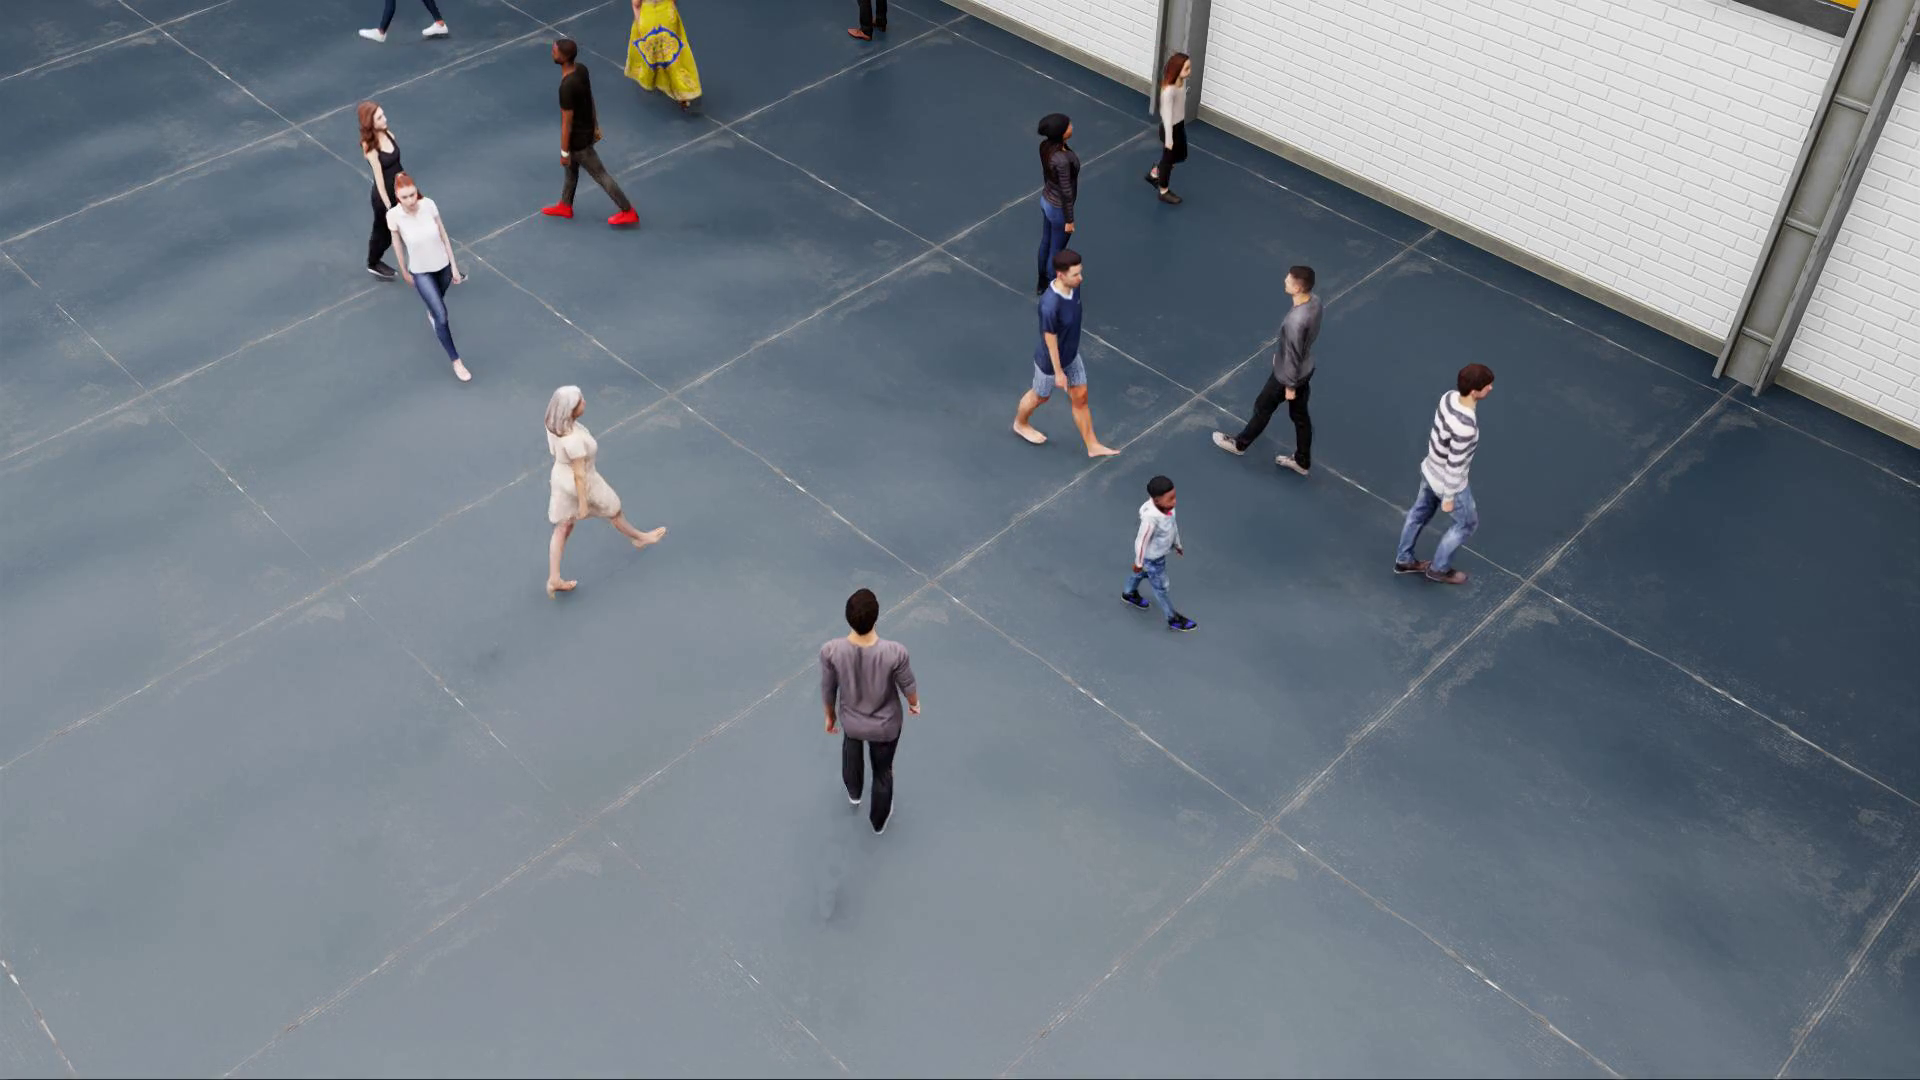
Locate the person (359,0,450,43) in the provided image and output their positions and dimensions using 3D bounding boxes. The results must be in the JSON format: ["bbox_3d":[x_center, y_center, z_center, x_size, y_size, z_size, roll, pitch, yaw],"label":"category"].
[{"bbox_3d":[-5.714,-5.966,17.154,1.095,1.730,1.161,-9,44,-9],"label":"person"}]

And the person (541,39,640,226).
[{"bbox_3d":[-3.229,-3.504,14.547,1.244,1.761,1.125,5,44,5],"label":"person"}]

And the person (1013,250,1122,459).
[{"bbox_3d":[0.645,-1.377,12.293,1.188,1.792,0.783,25,49,24],"label":"person"}]

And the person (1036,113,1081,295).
[{"bbox_3d":[0.793,-2.737,13.755,0.772,1.743,0.667,-12,45,-12],"label":"person"}]

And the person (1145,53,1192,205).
[{"bbox_3d":[1.849,-3.720,14.981,0.705,1.475,0.654,19,47,19],"label":"person"}]

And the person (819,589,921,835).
[{"bbox_3d":[-0.538,1.081,9.681,0.809,1.836,0.896,8,44,8],"label":"person"}]

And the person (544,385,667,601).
[{"bbox_3d":[-2.657,-0.275,11.219,0.775,1.677,1.137,-31,51,-28],"label":"person"}]

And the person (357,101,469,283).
[{"bbox_3d":[-4.837,-2.860,13.917,1.238,1.698,1.011,9,44,10],"label":"person"}]

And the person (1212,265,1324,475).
[{"bbox_3d":[2.507,-1.191,12.142,1.054,1.729,0.766,24,49,23],"label":"person"}]

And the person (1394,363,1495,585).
[{"bbox_3d":[3.197,-0.428,11.262,0.907,1.839,0.845,-1,44,-2],"label":"person"}]

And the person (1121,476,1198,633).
[{"bbox_3d":[1.254,0.034,11.217,0.875,1.232,0.642,18,47,18],"label":"person"}]

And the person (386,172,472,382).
[{"bbox_3d":[-4.234,-2.182,13.213,0.663,1.687,1.209,-28,50,-26],"label":"person"}]

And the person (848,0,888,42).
[{"bbox_3d":[-0.959,-6.084,17.261,0.607,1.754,0.683,29,51,27],"label":"person"}]

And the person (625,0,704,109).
[{"bbox_3d":[-2.907,-4.987,16.211,1.037,1.614,1.325,-17,46,-17],"label":"person"}]
